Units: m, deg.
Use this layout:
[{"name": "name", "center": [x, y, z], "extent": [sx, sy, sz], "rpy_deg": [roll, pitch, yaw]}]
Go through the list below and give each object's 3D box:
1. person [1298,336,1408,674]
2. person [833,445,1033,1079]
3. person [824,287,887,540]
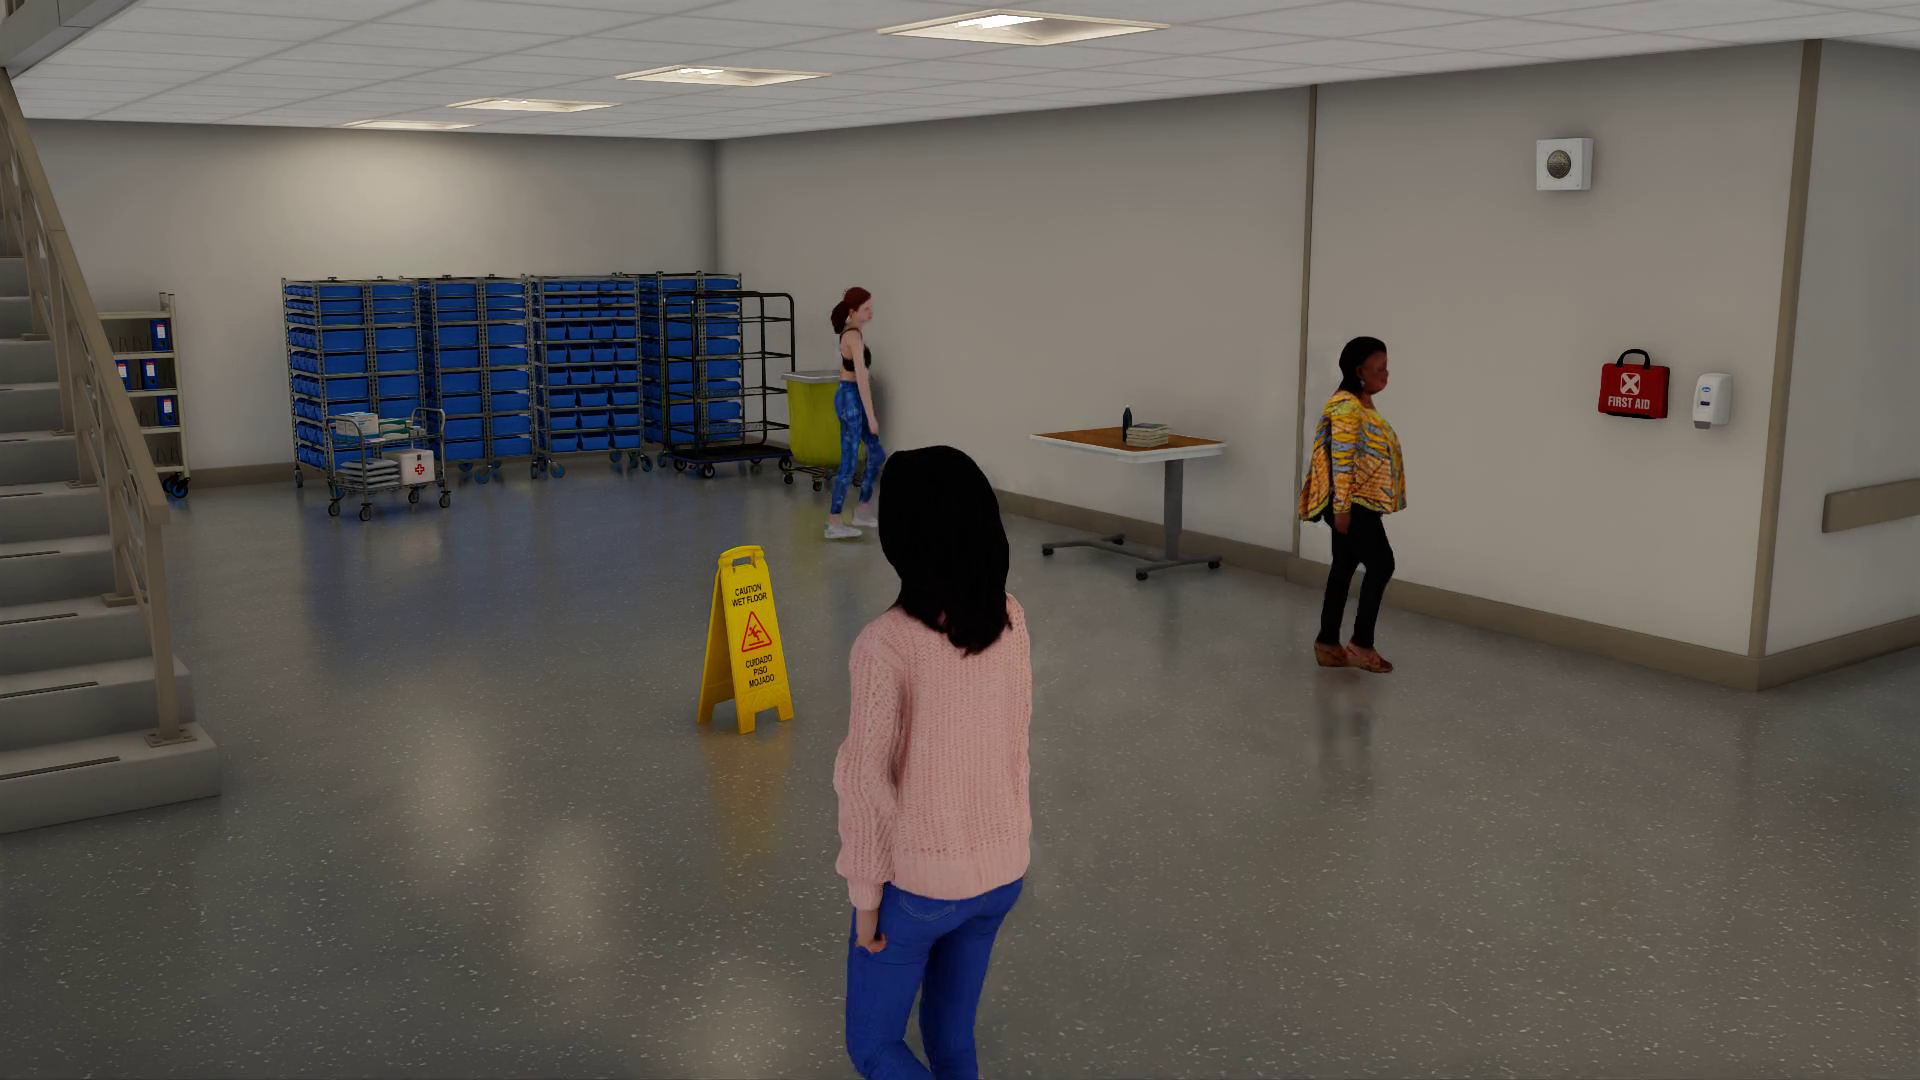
[{"name": "person", "center": [1.840, -0.164, 8.124], "extent": [0.917, 1.644, 0.865], "rpy_deg": [4, 11, 18]}, {"name": "person", "center": [0.024, 0.706, 3.246], "extent": [0.654, 1.754, 0.816], "rpy_deg": [-8, 14, -38]}, {"name": "person", "center": [-0.776, -0.852, 11.463], "extent": [0.871, 1.752, 0.795], "rpy_deg": [-3, 11, -16]}]
